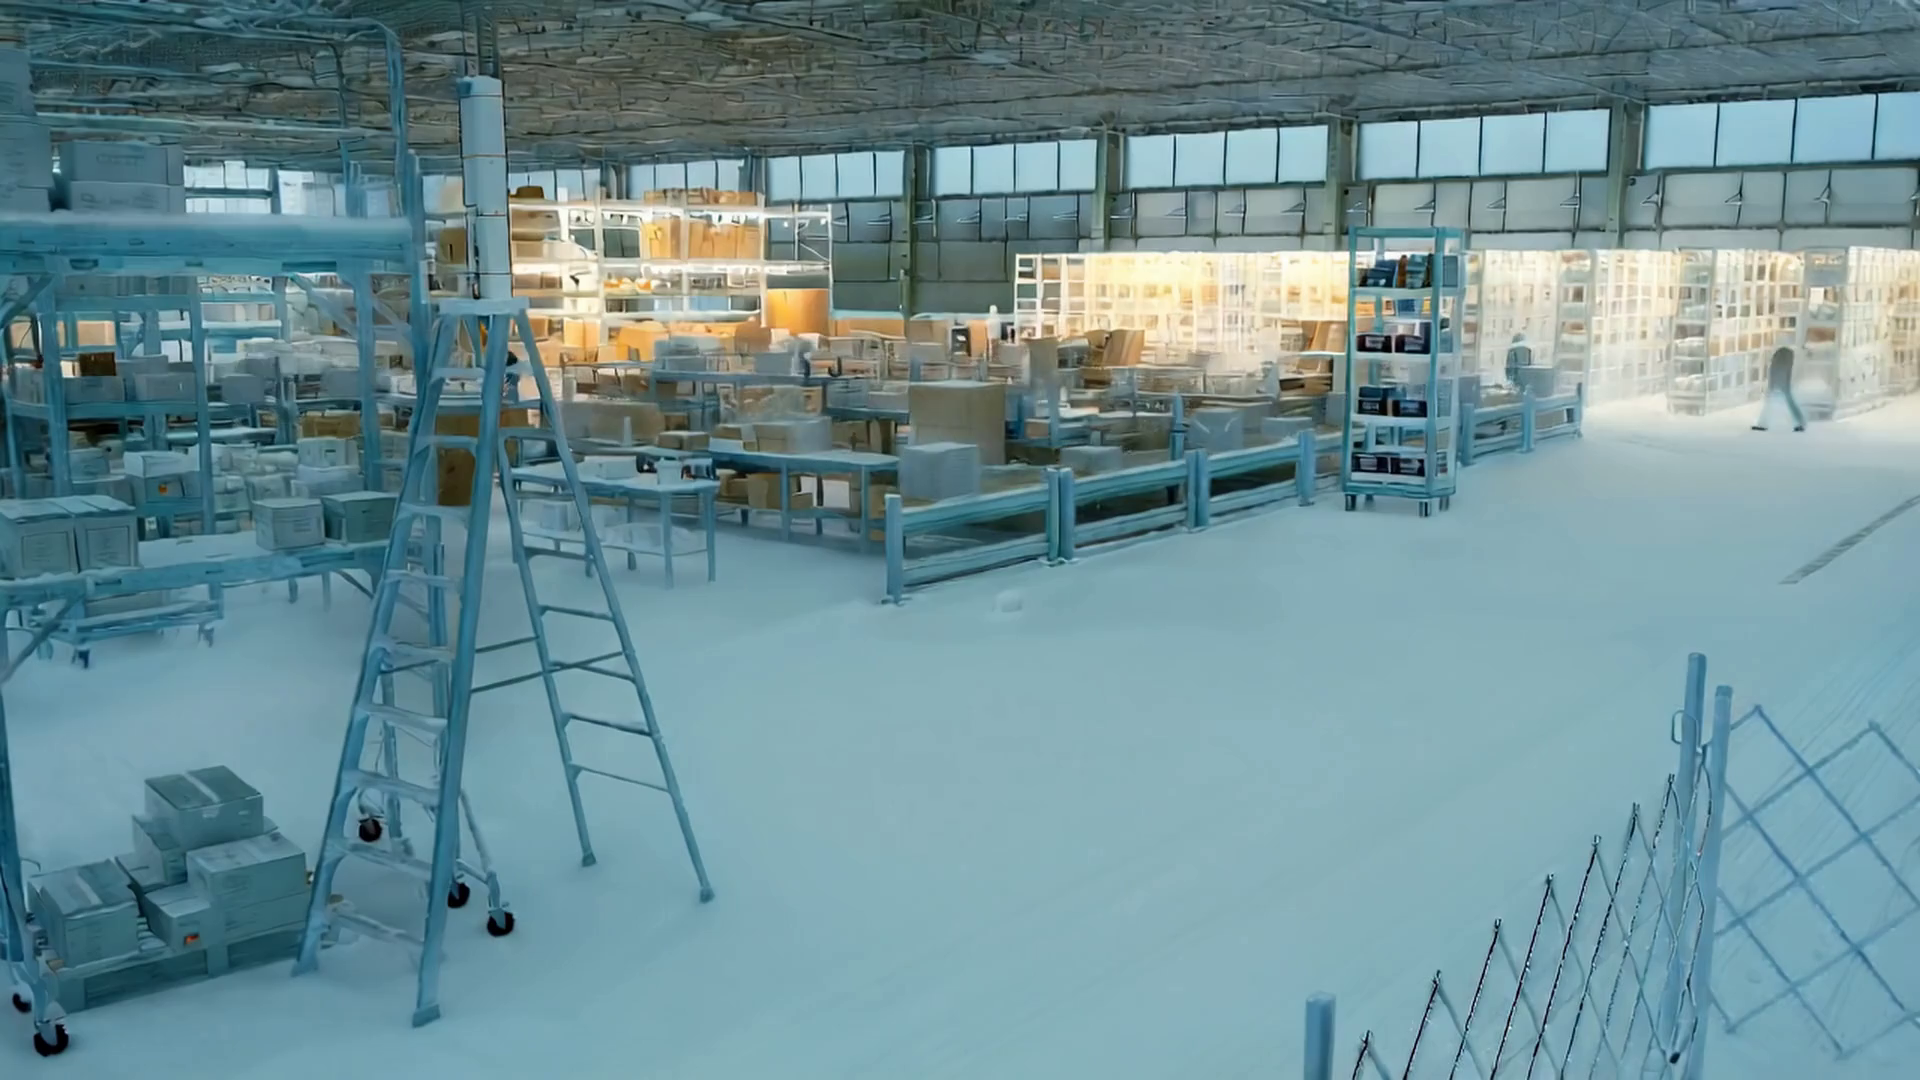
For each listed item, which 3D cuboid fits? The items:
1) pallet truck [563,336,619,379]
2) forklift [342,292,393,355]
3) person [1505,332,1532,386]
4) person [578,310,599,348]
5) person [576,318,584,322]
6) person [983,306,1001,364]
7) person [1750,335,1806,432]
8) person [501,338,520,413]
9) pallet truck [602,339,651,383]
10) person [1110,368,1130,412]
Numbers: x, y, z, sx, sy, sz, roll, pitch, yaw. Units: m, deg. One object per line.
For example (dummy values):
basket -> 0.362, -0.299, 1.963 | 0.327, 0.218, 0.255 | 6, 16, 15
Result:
pallet truck -> -10.690, -5.294, 48.215 | 1.601, 1.201, 0.680 | -5, 10, -26
forklift -> -16.485, -5.622, 45.120 | 1.129, 2.768, 1.873 | 7, 11, 37
person -> 11.689, -3.438, 34.794 | 0.598, 1.821, 0.546 | -3, 9, -16
person -> -11.302, -6.033, 50.665 | 0.624, 1.932, 0.369 | -1, 9, -6
person -> -14.433, -8.111, 63.893 | 0.634, 1.839, 0.429 | -1, 9, -9
person -> 1.059, -6.634, 54.188 | 0.620, 1.994, 0.381 | 5, 10, 28
person -> 15.825, -3.011, 31.988 | 0.647, 1.869, 0.942 | -6, 11, -33
person -> -9.977, -3.624, 36.439 | 0.536, 1.662, 0.841 | 3, 9, 17
pallet truck -> -8.991, -4.871, 45.351 | 0.653, 1.274, 1.630 | 7, 11, 37
person -> 2.922, -2.680, 30.227 | 0.312, 1.768, 0.529 | -6, 11, -32
